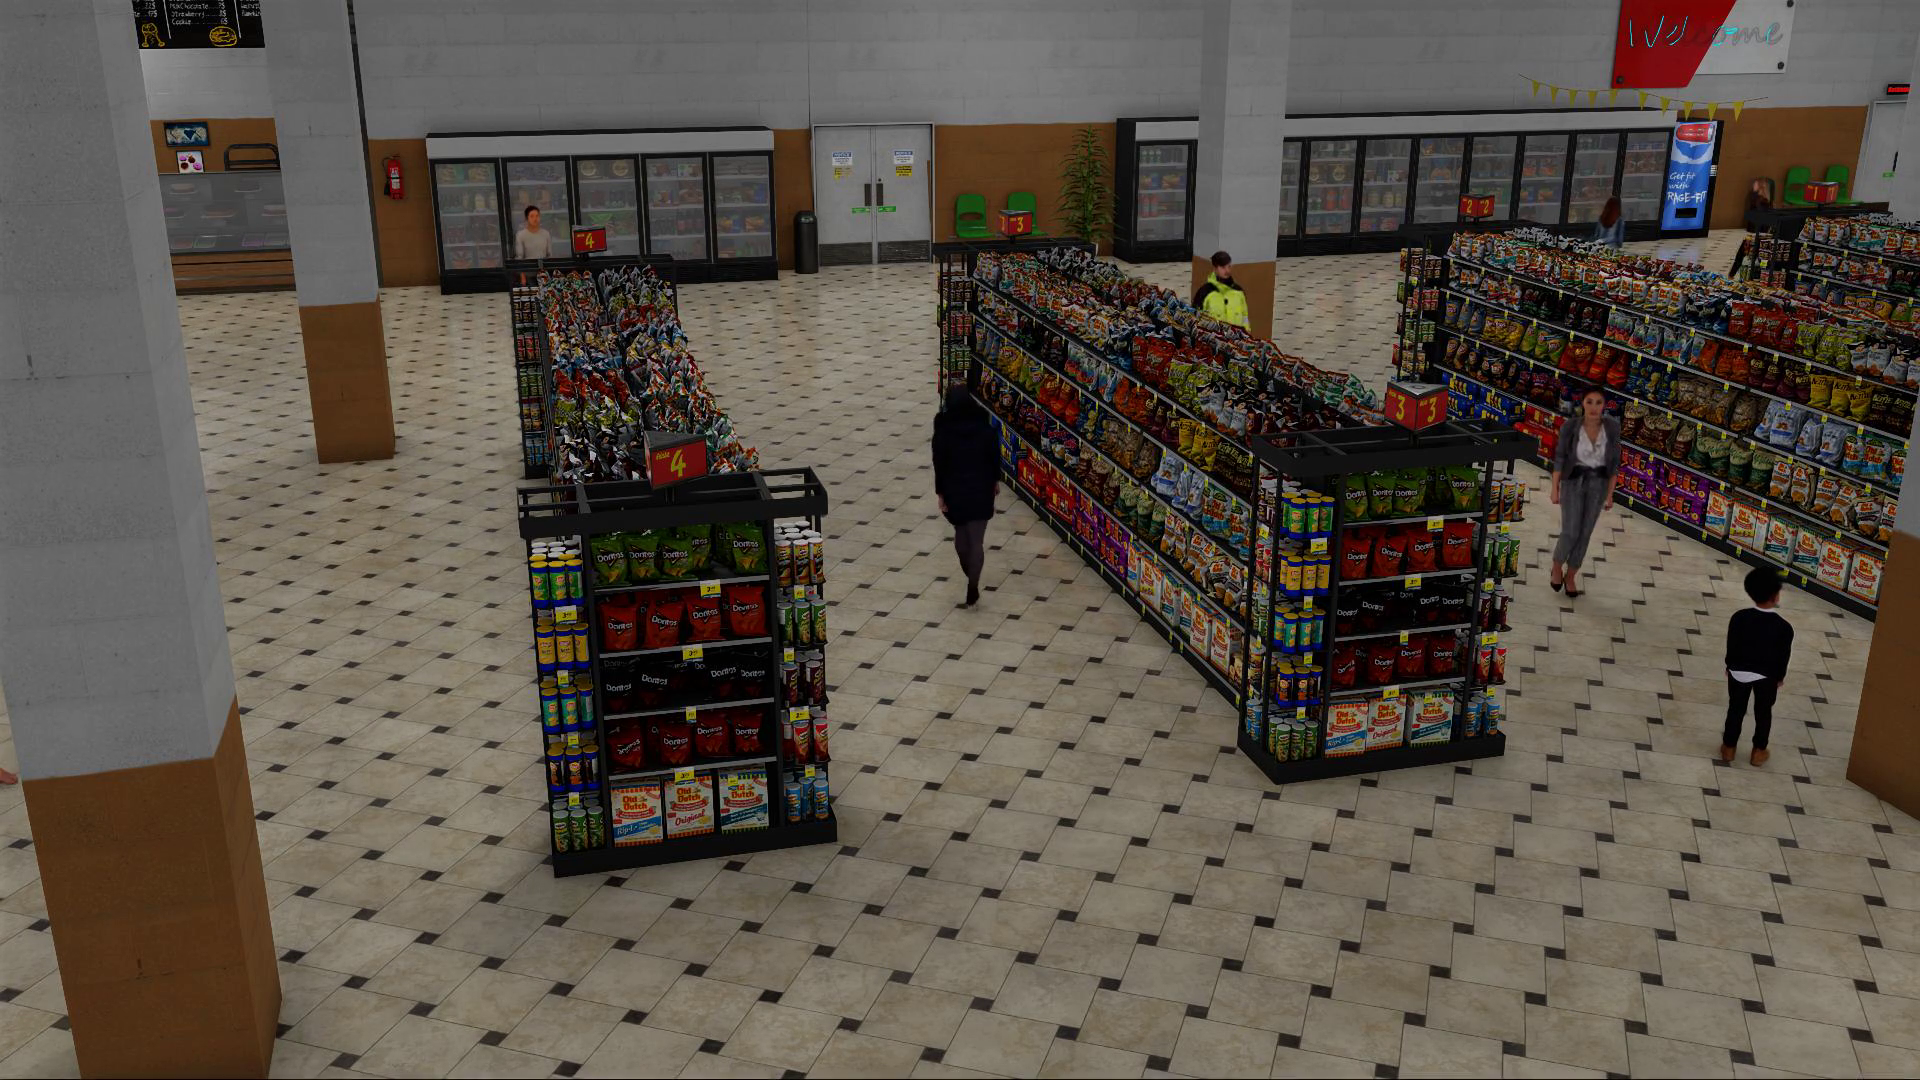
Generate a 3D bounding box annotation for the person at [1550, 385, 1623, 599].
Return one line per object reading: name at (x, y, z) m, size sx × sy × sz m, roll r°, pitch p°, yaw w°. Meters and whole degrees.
person at (4.708, -0.379, 12.595) m, size 0.703 × 1.662 × 0.721 m, roll 3°, pitch 19°, yaw 8°

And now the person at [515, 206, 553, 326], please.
person at (-5.454, -3.356, 21.232) m, size 0.818 × 1.783 × 0.990 m, roll -11°, pitch 22°, yaw -30°

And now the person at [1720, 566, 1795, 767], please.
person at (4.753, 0.751, 9.931) m, size 0.573 × 1.223 × 0.638 m, roll 11°, pitch 22°, yaw 30°

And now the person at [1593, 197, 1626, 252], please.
person at (9.539, -4.316, 24.581) m, size 0.645 × 1.464 × 0.728 m, roll 15°, pitch 24°, yaw 37°

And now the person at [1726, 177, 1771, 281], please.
person at (12.093, -4.574, 25.042) m, size 1.189 × 1.659 × 1.014 m, roll 15°, pitch 24°, yaw 38°

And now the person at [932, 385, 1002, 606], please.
person at (0.062, -0.300, 12.441) m, size 0.895 × 1.611 × 1.185 m, roll 1°, pitch 19°, yaw 3°

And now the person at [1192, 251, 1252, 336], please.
person at (2.531, -1.947, 16.785) m, size 0.905 × 1.956 × 0.894 m, roll -14°, pitch 23°, yaw -36°
